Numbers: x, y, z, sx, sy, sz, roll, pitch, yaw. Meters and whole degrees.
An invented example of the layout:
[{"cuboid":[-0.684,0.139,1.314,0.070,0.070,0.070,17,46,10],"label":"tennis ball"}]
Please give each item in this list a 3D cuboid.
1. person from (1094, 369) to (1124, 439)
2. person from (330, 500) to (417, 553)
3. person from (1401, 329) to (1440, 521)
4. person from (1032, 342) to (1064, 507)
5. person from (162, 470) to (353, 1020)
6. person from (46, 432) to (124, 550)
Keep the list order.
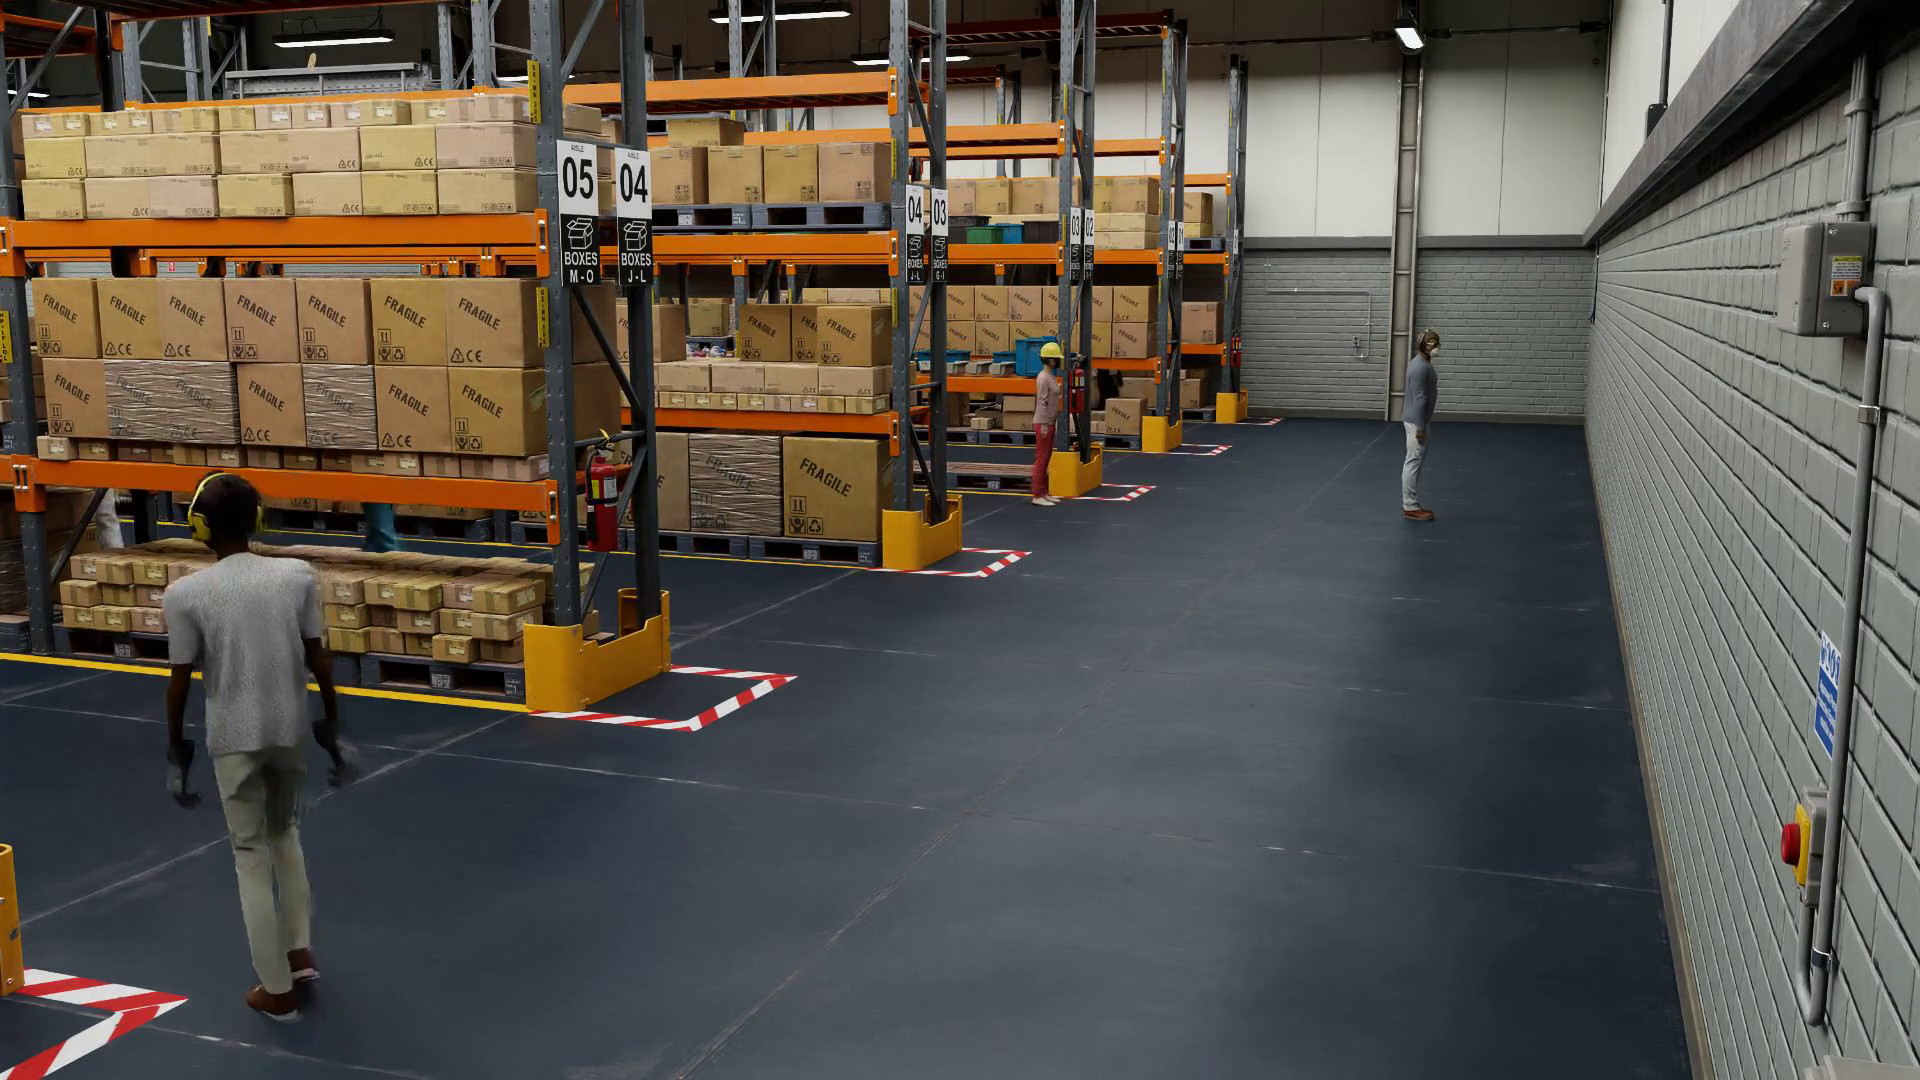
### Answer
[{"cuboid":[2.377,-2.463,25.192,0.873,1.883,0.618,2,9,15],"label":"person"},{"cuboid":[-4.398,-0.362,12.348,0.979,1.793,0.590,4,10,23],"label":"person"},{"cuboid":[4.702,-1.175,16.982,0.379,1.937,0.629,3,10,17],"label":"person"},{"cuboid":[0.964,-1.251,17.985,0.327,1.767,0.533,2,9,14],"label":"person"},{"cuboid":[-2.380,0.687,5.613,0.569,1.851,0.499,-9,12,-43],"label":"person"},{"cuboid":[-6.913,-0.459,12.924,0.918,1.799,0.659,3,10,17],"label":"person"}]
